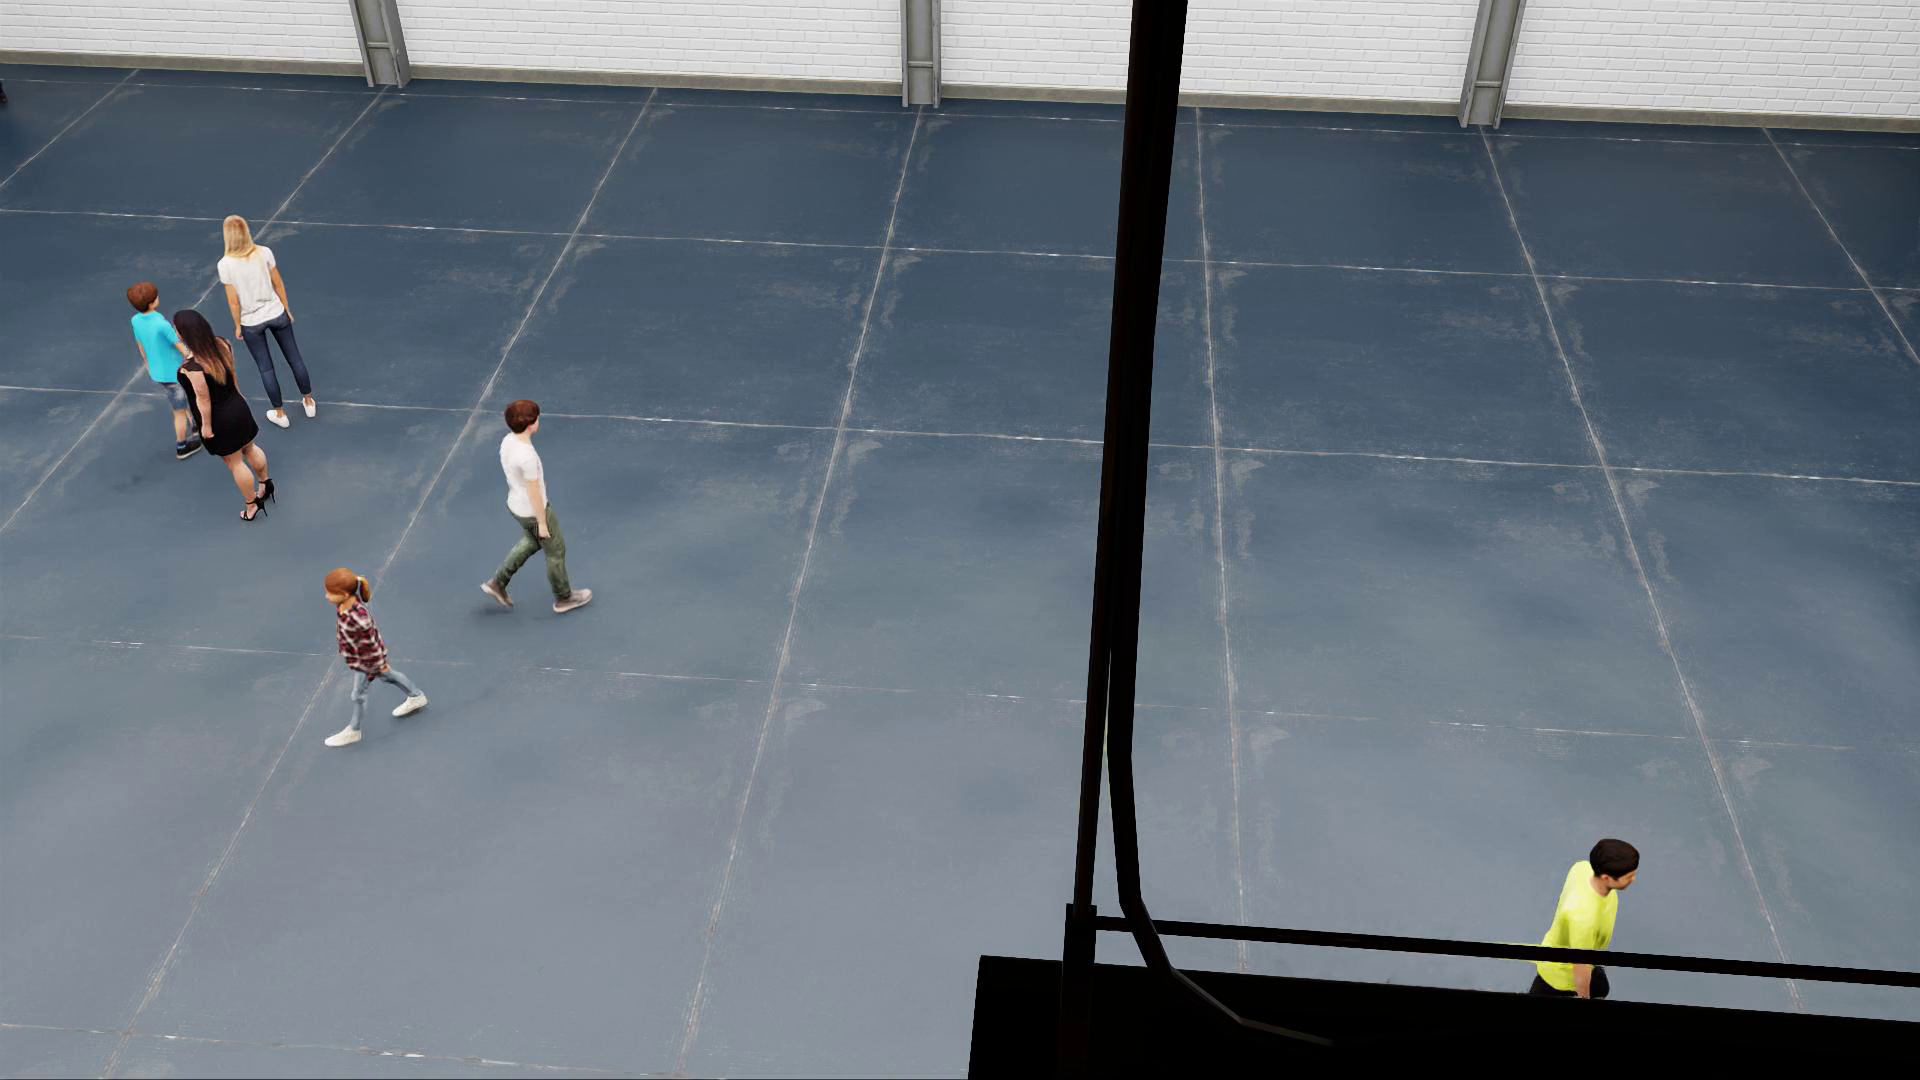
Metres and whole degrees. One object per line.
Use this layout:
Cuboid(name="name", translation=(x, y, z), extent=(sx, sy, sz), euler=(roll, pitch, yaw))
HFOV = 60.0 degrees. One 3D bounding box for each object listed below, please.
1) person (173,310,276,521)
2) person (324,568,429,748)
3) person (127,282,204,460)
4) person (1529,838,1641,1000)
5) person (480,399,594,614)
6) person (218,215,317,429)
Cuboid(name="person", translation=(-5.288, -0.896, 11.966), extent=(0.597, 1.716, 0.663), euler=(5, 39, 6))
Cuboid(name="person", translation=(-3.636, 0.680, 10.349), extent=(0.972, 1.270, 0.868), euler=(-22, 44, -26))
Cuboid(name="person", translation=(-6.085, -1.265, 12.659), extent=(0.766, 1.428, 0.755), euler=(20, 43, 23))
Cuboid(name="person", translation=(2.952, 2.057, 8.293), extent=(0.907, 1.686, 0.789), euler=(17, 42, 20))
Cuboid(name="person", translation=(-2.946, -0.186, 11.143), extent=(1.024, 1.634, 0.922), euler=(-18, 42, -21))
Cuboid(name="person", translation=(-5.388, -1.696, 12.894), extent=(0.659, 1.808, 0.726), euler=(-26, 46, -29))
